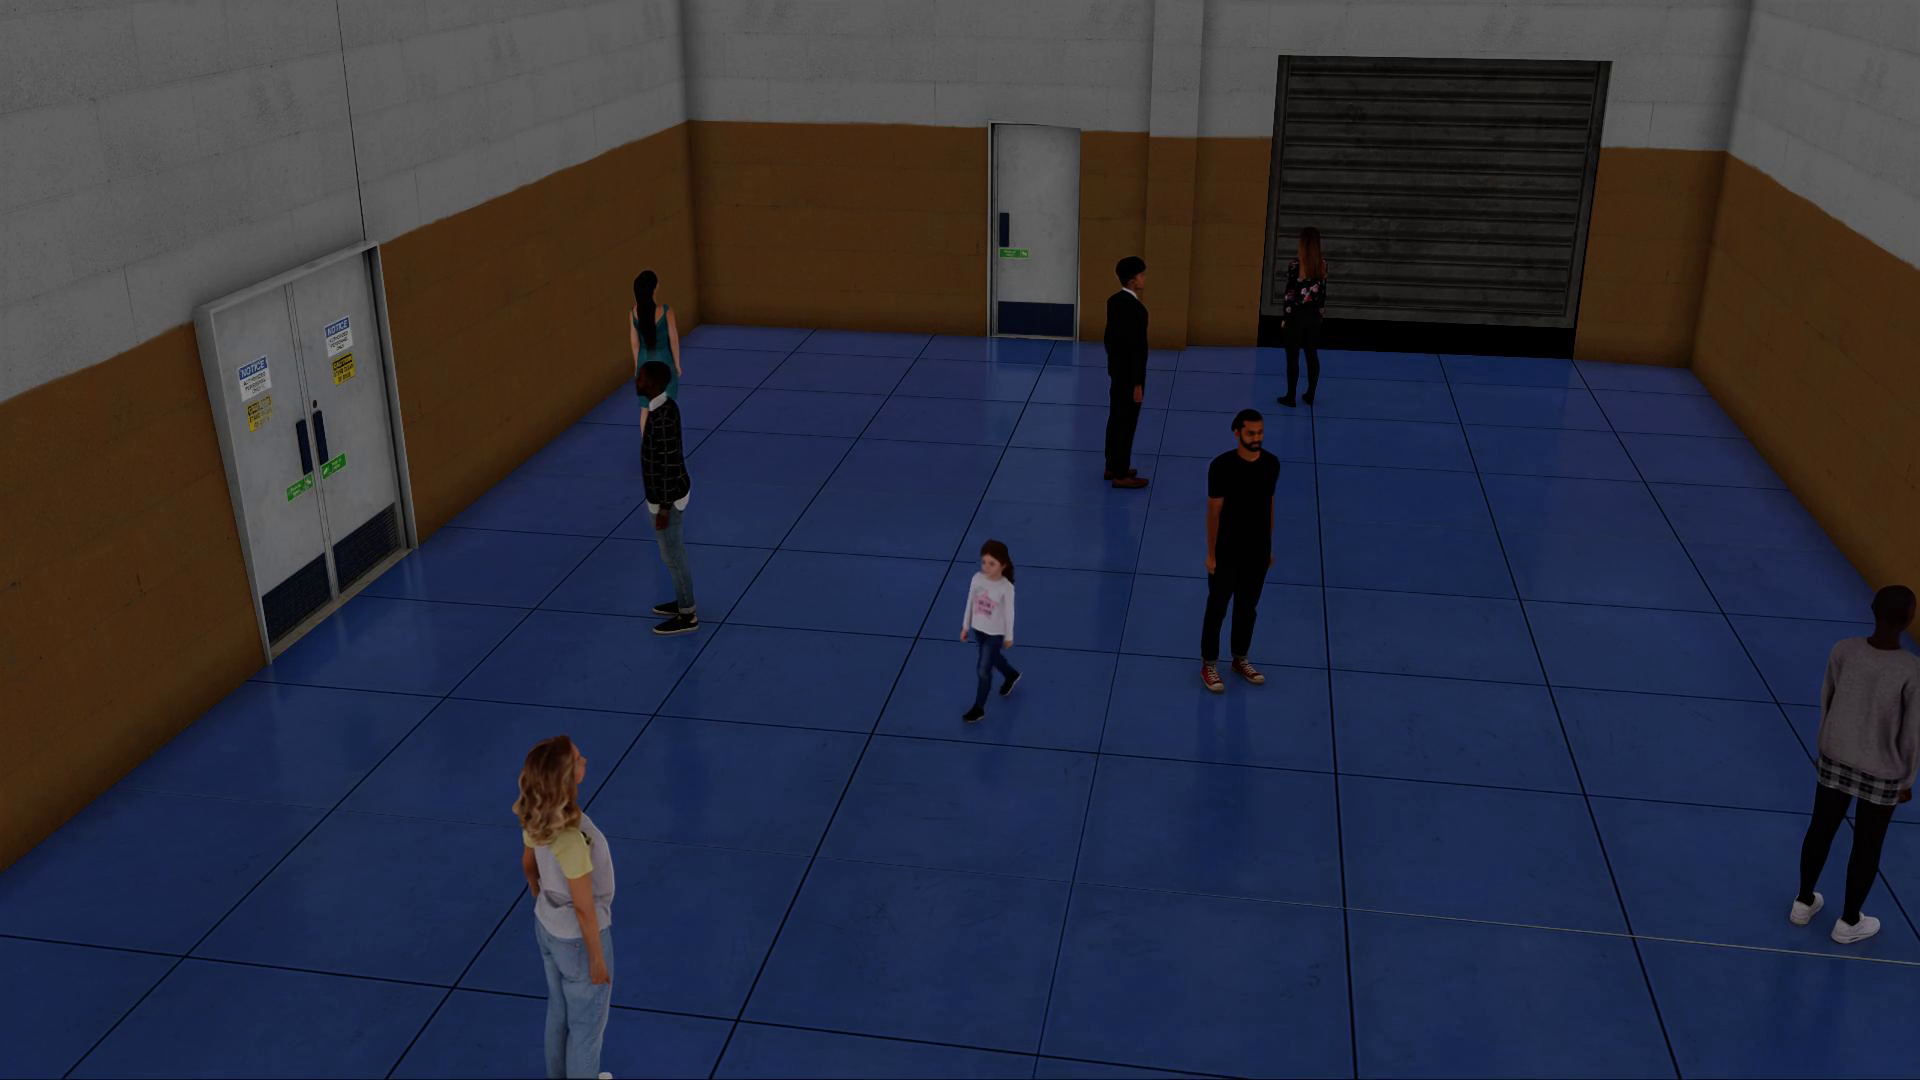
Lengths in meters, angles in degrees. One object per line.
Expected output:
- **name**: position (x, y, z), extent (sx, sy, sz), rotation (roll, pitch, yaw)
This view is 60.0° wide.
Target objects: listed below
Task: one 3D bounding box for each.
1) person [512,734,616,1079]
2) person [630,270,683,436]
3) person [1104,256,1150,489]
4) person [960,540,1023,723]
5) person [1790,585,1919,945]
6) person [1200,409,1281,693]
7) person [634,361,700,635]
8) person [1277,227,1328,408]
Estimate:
- **person**: position (-1.502, 1.526, 6.423), extent (0.770, 1.722, 0.692), rotation (-17, 28, -36)
- **person**: position (-2.524, -1.413, 13.807), extent (0.460, 1.686, 0.624), rotation (1, 22, 3)
- **person**: position (1.330, -1.356, 13.402), extent (0.721, 1.883, 0.773), rotation (-6, 23, -14)
- **person**: position (0.211, 0.501, 9.841), extent (0.792, 1.092, 0.755), rotation (20, 29, 40)
- **person**: position (4.137, 1.021, 7.636), extent (0.754, 1.772, 0.684), rotation (-16, 27, -35)
- **person**: position (1.691, 0.046, 10.082), extent (0.668, 1.758, 0.772), rotation (-8, 23, -20)
- **person**: position (-1.896, -0.286, 10.826), extent (0.656, 1.819, 0.732), rotation (-3, 22, -7)
- **person**: position (3.192, -2.075, 15.459), extent (0.600, 1.683, 0.715), rotation (-8, 23, -18)
